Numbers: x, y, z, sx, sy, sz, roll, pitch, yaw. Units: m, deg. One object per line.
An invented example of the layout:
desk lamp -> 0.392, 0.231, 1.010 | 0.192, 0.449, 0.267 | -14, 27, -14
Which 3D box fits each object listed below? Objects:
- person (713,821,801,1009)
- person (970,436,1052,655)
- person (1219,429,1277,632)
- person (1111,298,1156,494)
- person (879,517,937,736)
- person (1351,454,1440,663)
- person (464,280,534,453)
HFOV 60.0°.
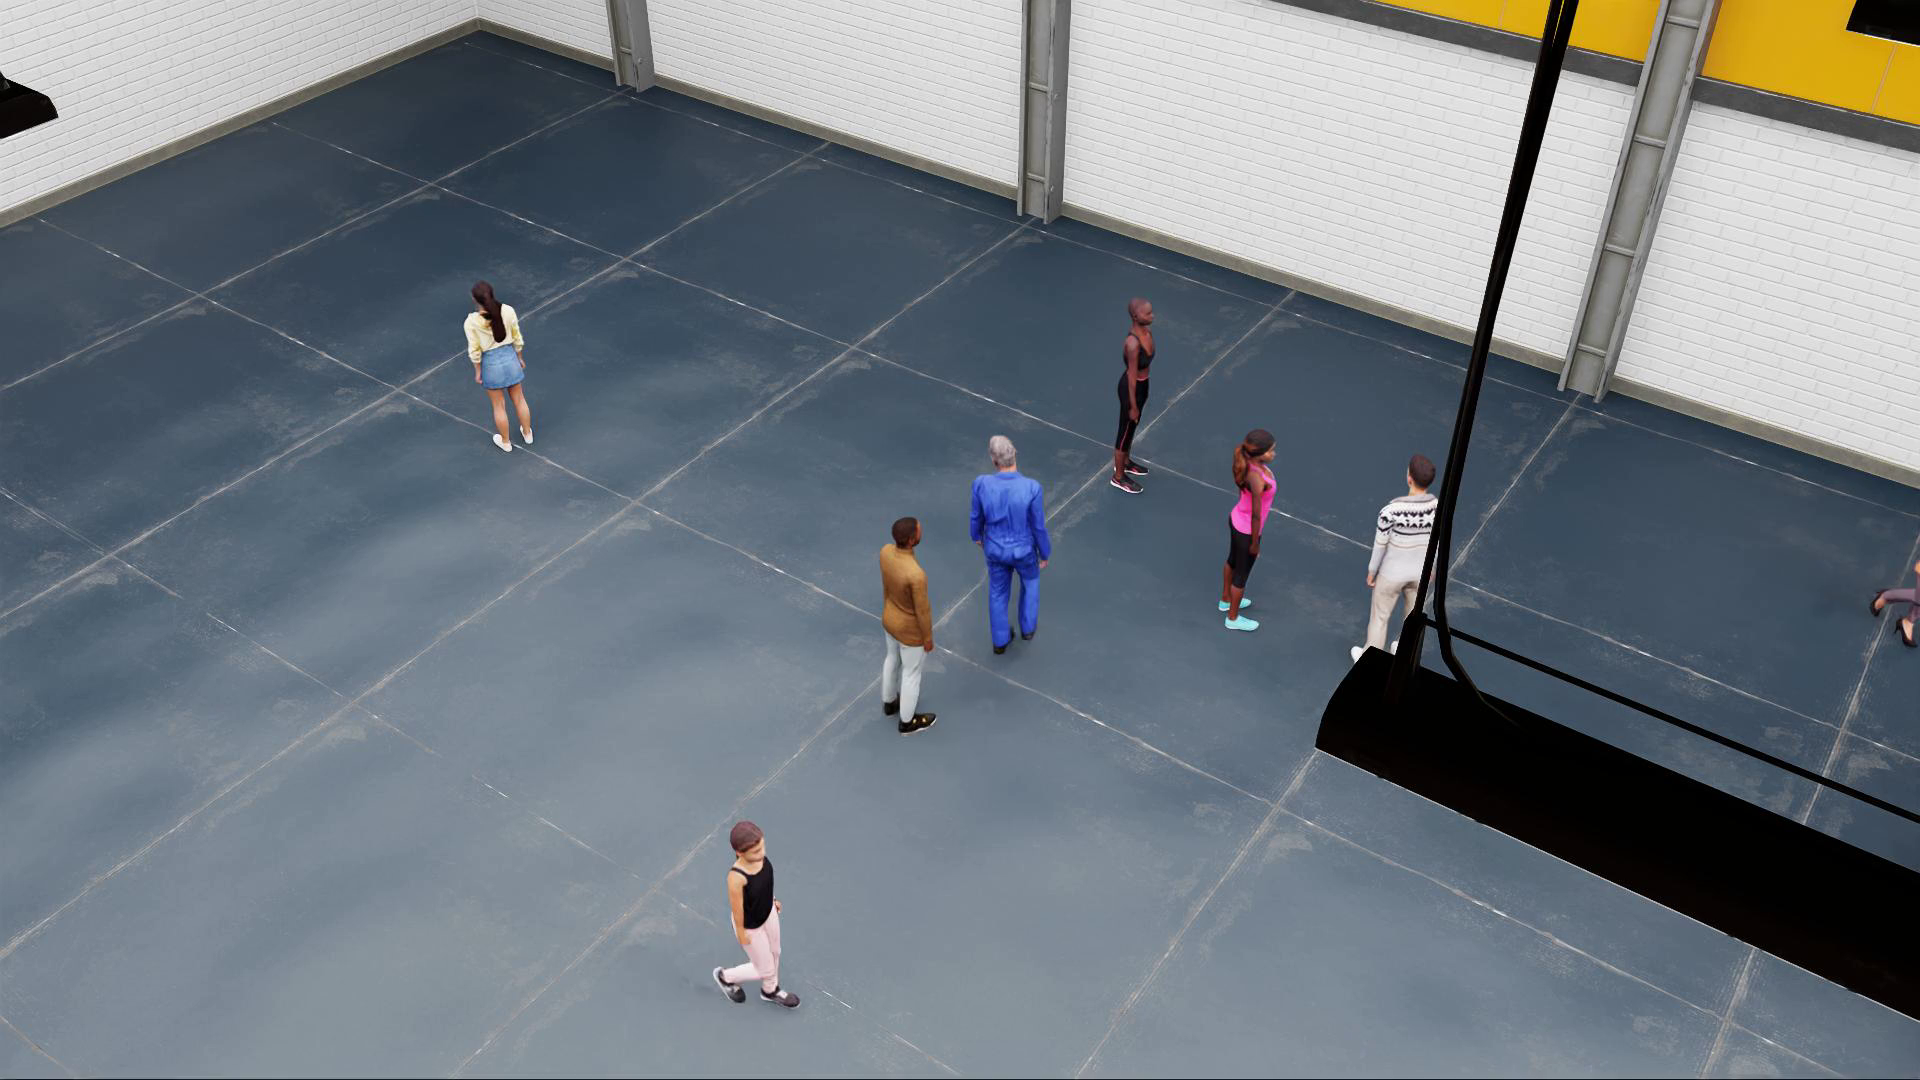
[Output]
person -> -1.247, 2.176, 9.691 | 0.789, 1.554, 0.606 | 14, 41, 17
person -> 0.338, 0.116, 12.080 | 0.784, 1.792, 0.941 | 11, 40, 14
person -> 2.126, -0.094, 12.396 | 0.701, 1.725, 0.658 | -1, 39, -1
person -> 1.429, -1.233, 13.797 | 0.619, 1.757, 0.636 | 13, 40, 16
person -> -0.387, 0.585, 11.474 | 0.743, 1.815, 0.591 | -26, 45, -29
person -> 3.193, 0.210, 11.916 | 0.731, 1.850, 0.807 | -4, 39, -5
person -> -3.943, -1.497, 14.229 | 0.709, 1.631, 0.681 | -24, 44, -27
